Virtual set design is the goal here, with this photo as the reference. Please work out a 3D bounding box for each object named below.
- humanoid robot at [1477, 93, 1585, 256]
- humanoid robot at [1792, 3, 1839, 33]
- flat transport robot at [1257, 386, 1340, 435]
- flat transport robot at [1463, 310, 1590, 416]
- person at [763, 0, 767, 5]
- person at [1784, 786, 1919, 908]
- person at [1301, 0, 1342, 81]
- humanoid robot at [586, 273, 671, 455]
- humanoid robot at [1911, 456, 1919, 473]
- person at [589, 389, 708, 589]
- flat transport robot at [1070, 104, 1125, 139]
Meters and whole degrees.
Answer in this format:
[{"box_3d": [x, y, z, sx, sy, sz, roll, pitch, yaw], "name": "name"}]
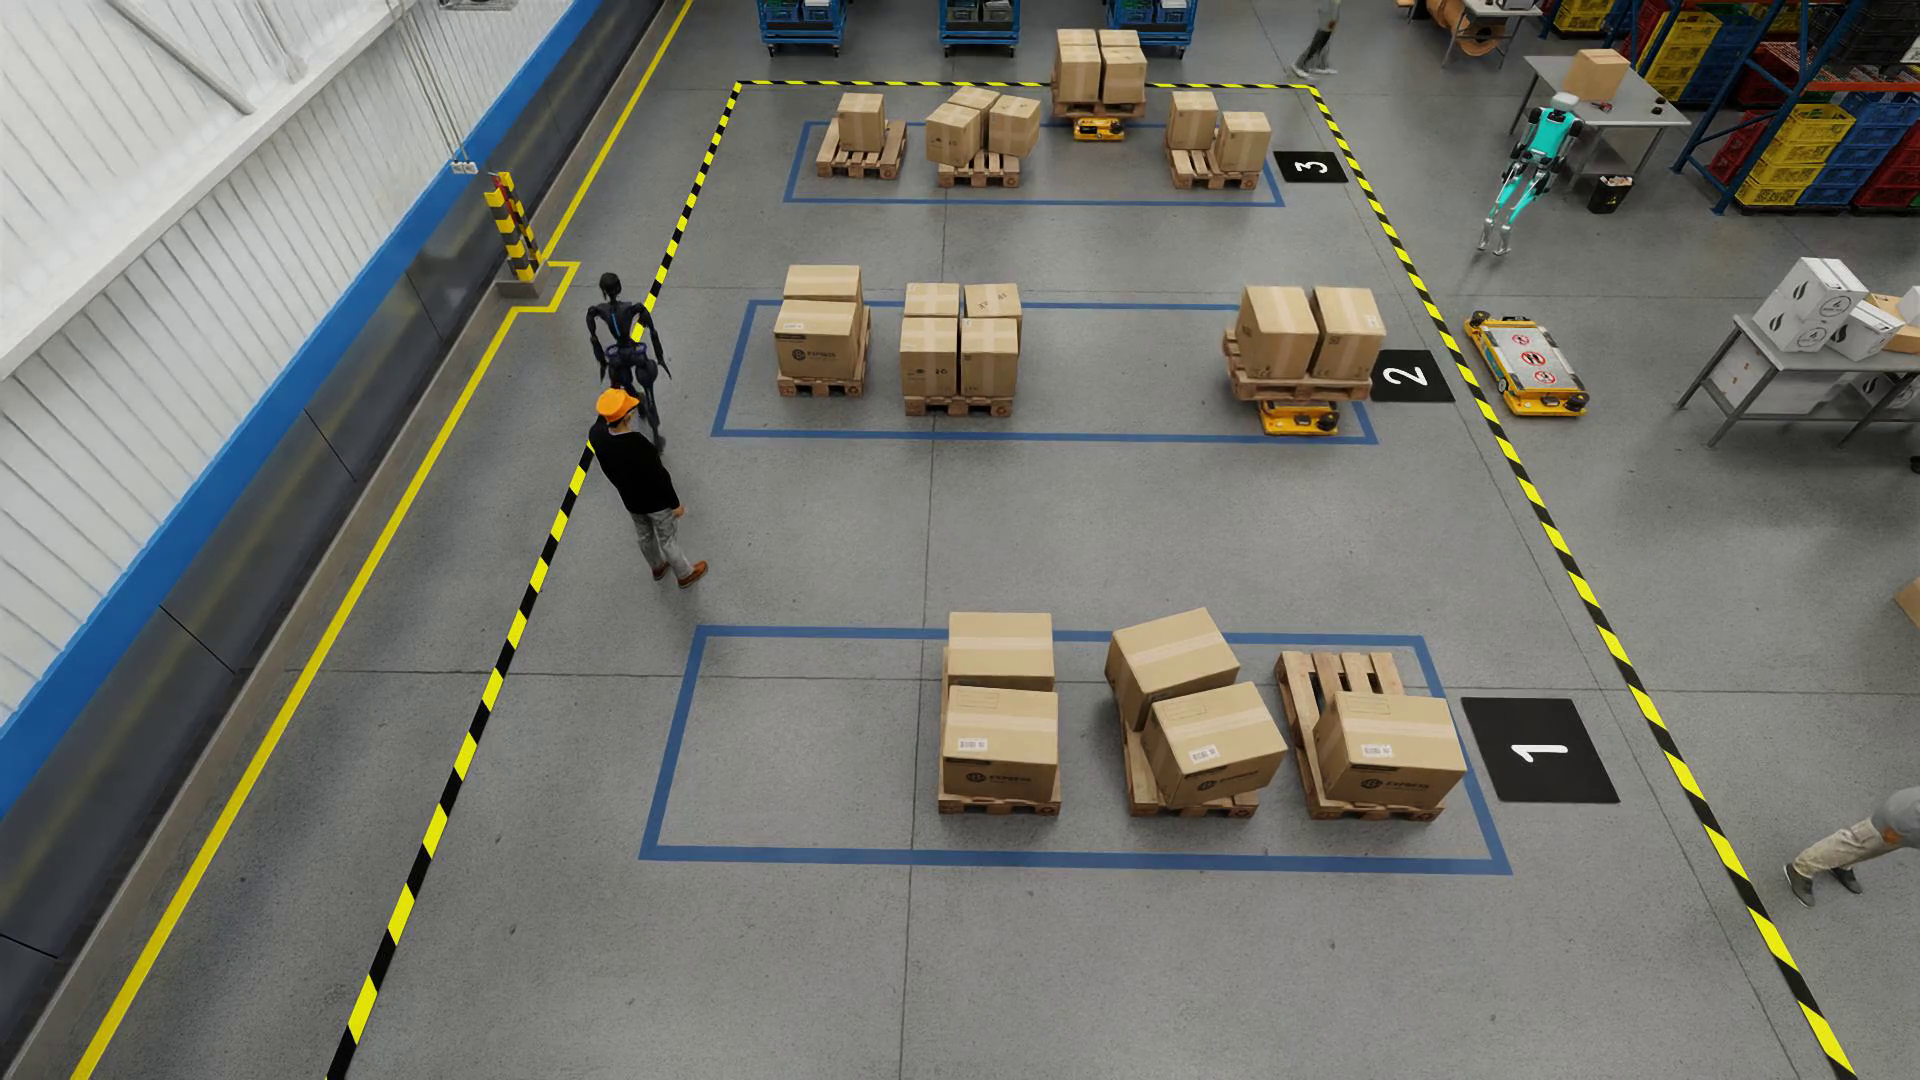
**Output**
[{"box_3d": [5.987, -3.823, 9.782, 0.735, 1.676, 0.533, -36, 58, -27], "name": "humanoid robot"}, {"box_3d": [13.083, -8.276, 13.743, 0.929, 1.775, 0.543, -28, 55, -22], "name": "humanoid robot"}, {"box_3d": [3.168, -1.562, 8.867, 0.652, 0.197, 1.431, 1, 49, 1], "name": "flat transport robot"}, {"box_3d": [5.573, -1.757, 9.054, 0.659, 0.231, 1.431, 1, 49, 1], "name": "flat transport robot"}, {"box_3d": [-3.196, -9.839, 14.957, 0.379, 1.932, 0.620, 0, 49, 0], "name": "person"}, {"box_3d": [5.467, 1.573, 5.181, 0.562, 1.764, 0.399, -8, 50, -7], "name": "person"}, {"box_3d": [5.287, -7.543, 13.016, 0.395, 1.850, 0.596, 3, 49, 2], "name": "person"}, {"box_3d": [-2.871, -1.568, 7.992, 0.609, 1.611, 0.801, -7, 50, -6], "name": "humanoid robot"}, {"box_3d": [8.633, -1.054, 7.530, 0.592, 1.628, 0.584, 14, 50, 11], "name": "humanoid robot"}, {"box_3d": [-2.310, -0.343, 6.764, 0.584, 1.882, 0.378, 20, 52, 16], "name": "person"}, {"box_3d": [1.870, -5.964, 12.678, 0.652, 0.197, 1.431, 0, 49, 0], "name": "flat transport robot"}]
